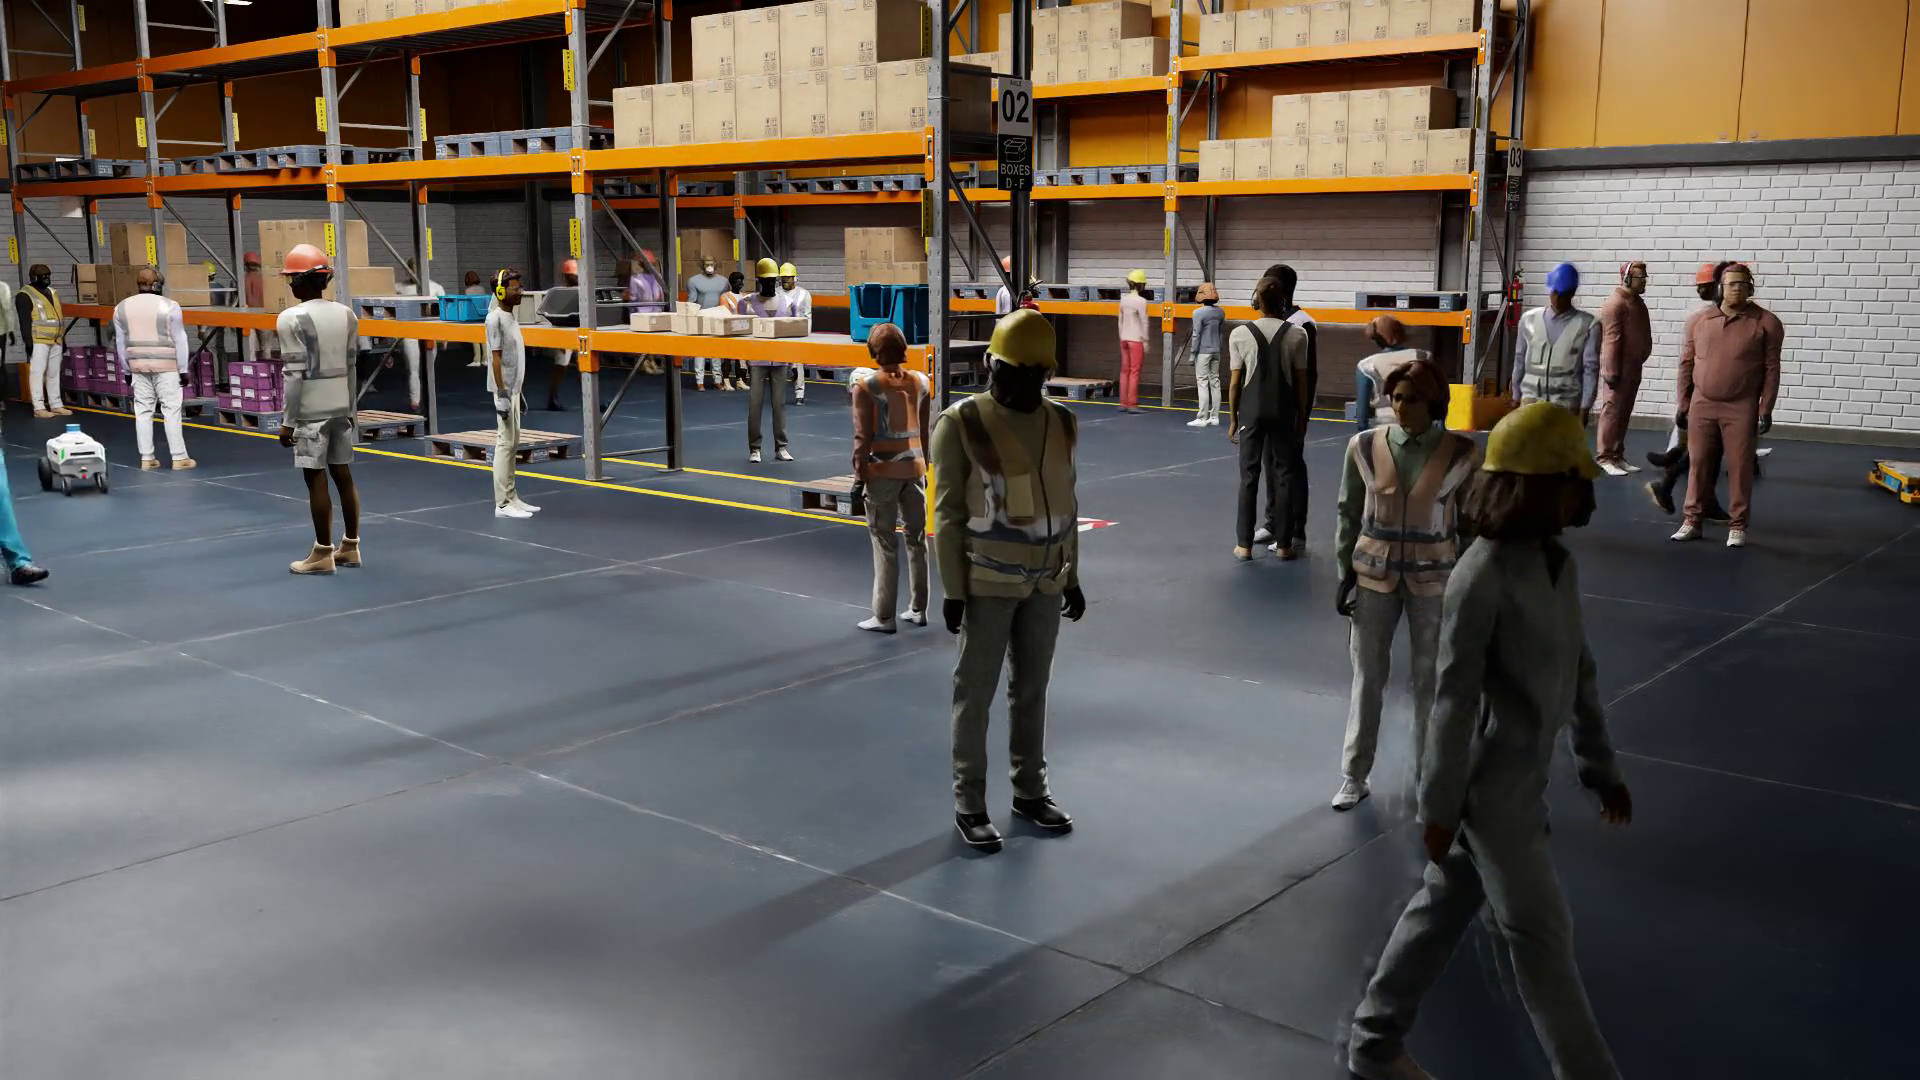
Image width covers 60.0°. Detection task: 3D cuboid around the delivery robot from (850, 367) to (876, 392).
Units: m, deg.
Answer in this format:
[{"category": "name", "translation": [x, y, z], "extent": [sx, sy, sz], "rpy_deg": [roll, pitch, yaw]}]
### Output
[{"category": "delivery robot", "translation": [-1.248, -2.073, 21.547], "extent": [0.477, 0.478, 0.707], "rpy_deg": [0, 10, -2]}]

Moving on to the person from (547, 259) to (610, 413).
[{"category": "person", "translation": [-4.757, -2.492, 20.431], "extent": [1.014, 1.882, 0.567], "rpy_deg": [8, 12, 37]}]

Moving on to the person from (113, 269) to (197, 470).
[{"category": "person", "translation": [-7.351, -1.551, 15.205], "extent": [0.623, 1.836, 0.430], "rpy_deg": [0, 10, 1]}]

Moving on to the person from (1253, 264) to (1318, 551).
[{"category": "person", "translation": [2.180, -0.885, 11.175], "extent": [0.383, 1.916, 0.591], "rpy_deg": [-4, 11, -21]}]

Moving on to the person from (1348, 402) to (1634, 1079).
[{"category": "person", "translation": [1.265, 0.543, 3.675], "extent": [0.914, 1.694, 0.494], "rpy_deg": [8, 13, 37]}]

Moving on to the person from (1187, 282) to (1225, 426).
[{"category": "person", "translation": [2.807, -2.109, 18.947], "extent": [0.502, 1.633, 0.280], "rpy_deg": [-8, 13, -40]}]

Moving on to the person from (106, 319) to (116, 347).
[{"category": "person", "translation": [-13.576, -3.423, 26.545], "extent": [0.855, 1.589, 0.530], "rpy_deg": [-7, 12, -34]}]

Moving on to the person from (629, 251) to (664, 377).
[{"category": "person", "translation": [-4.947, -3.599, 26.465], "extent": [0.610, 1.992, 1.080], "rpy_deg": [-7, 12, -35]}]

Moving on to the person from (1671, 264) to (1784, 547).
[{"category": "person", "translation": [5.209, -0.912, 11.342], "extent": [0.651, 1.911, 0.409], "rpy_deg": [8, 13, 40]}]

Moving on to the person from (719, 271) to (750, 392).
[{"category": "person", "translation": [-3.178, -2.952, 23.574], "extent": [0.319, 1.692, 0.539], "rpy_deg": [9, 13, 41]}]

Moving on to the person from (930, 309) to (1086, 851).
[{"category": "person", "translation": [0.186, 0.129, 5.669], "extent": [0.589, 1.822, 0.403], "rpy_deg": [-7, 12, -34]}]

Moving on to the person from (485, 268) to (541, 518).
[{"category": "person", "translation": [-3.383, -1.101, 12.535], "extent": [0.329, 1.872, 0.508], "rpy_deg": [0, 10, -2]}]

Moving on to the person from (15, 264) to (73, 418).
[{"category": "person", "translation": [-10.970, -2.383, 19.942], "extent": [0.429, 1.837, 0.621], "rpy_deg": [2, 10, 9]}]

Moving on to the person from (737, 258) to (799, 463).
[{"category": "person", "translation": [-1.811, -1.697, 15.766], "extent": [0.588, 1.927, 0.370], "rpy_deg": [-4, 11, -22]}]

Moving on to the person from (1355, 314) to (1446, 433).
[{"category": "person", "translation": [2.852, -0.665, 10.824], "extent": [0.574, 1.588, 0.743], "rpy_deg": [1, 10, 4]}]

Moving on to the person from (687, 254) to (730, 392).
[{"category": "person", "translation": [-3.547, -3.069, 23.547], "extent": [0.635, 1.936, 0.354], "rpy_deg": [-5, 11, -26]}]

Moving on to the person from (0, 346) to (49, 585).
[{"category": "person", "translation": [-5.962, -0.612, 9.973], "extent": [0.992, 1.789, 0.590], "rpy_deg": [5, 11, 27]}]

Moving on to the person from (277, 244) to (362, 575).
[{"category": "person", "translation": [-3.994, -0.801, 10.333], "extent": [0.370, 2.044, 0.608], "rpy_deg": [4, 11, 20]}]

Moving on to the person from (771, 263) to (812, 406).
[{"category": "person", "translation": [-2.203, -2.634, 21.370], "extent": [0.590, 1.833, 0.404], "rpy_deg": [1, 10, 4]}]

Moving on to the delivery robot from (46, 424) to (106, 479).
[{"category": "delivery robot", "translation": [-7.357, -0.721, 13.835], "extent": [0.477, 0.478, 0.707], "rpy_deg": [-7, 13, -36]}]

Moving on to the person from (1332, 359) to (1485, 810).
[{"category": "person", "translation": [1.591, 0.175, 5.934], "extent": [0.513, 1.638, 0.313], "rpy_deg": [4, 11, 22]}]

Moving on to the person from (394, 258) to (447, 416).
[{"category": "person", "translation": [-6.505, -2.436, 20.047], "extent": [0.656, 1.896, 0.957], "rpy_deg": [-3, 10, -17]}]

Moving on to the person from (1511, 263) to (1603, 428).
[{"category": "person", "translation": [4.106, -0.955, 11.593], "extent": [0.622, 1.904, 0.861], "rpy_deg": [6, 12, 33]}]

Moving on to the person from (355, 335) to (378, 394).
[{"category": "person", "translation": [-8.327, -2.818, 22.873], "extent": [0.545, 1.663, 0.753], "rpy_deg": [-8, 13, -39]}]

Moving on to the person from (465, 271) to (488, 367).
[{"category": "person", "translation": [-8.306, -3.785, 28.492], "extent": [0.279, 1.633, 0.498], "rpy_deg": [4, 11, 21]}]

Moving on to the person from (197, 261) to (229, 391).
[{"category": "person", "translation": [-10.670, -3.039, 23.675], "extent": [0.404, 1.832, 0.600], "rpy_deg": [1, 10, 6]}]

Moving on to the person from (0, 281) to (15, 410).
[{"category": "person", "translation": [-12.049, -2.559, 20.576], "extent": [0.646, 1.962, 0.794], "rpy_deg": [-5, 11, -25]}]

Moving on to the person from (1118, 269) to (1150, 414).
[{"category": "person", "translation": [2.155, -2.435, 20.429], "extent": [0.325, 1.767, 0.533], "rpy_deg": [-5, 11, -28]}]

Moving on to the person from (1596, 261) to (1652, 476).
[{"category": "person", "translation": [5.969, -1.533, 14.891], "extent": [0.402, 1.906, 0.652], "rpy_deg": [9, 13, 40]}]

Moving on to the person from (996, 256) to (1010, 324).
[{"category": "person", "translation": [0.570, -2.185, 18.498], "extent": [0.342, 1.942, 0.552], "rpy_deg": [-1, 10, -6]}]

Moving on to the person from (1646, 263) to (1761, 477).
[{"category": "person", "translation": [6.691, -1.499, 14.777], "extent": [1.010, 1.875, 0.583], "rpy_deg": [7, 12, 36]}]

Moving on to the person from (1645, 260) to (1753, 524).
[{"category": "person", "translation": [5.509, -1.090, 12.272], "extent": [0.581, 1.936, 0.644], "rpy_deg": [8, 13, 40]}]

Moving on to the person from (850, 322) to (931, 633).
[{"category": "person", "translation": [-0.359, -0.324, 8.777], "extent": [0.514, 1.636, 0.315], "rpy_deg": [-9, 13, -41]}]

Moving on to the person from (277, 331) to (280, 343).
[{"category": "person", "translation": [-9.793, -3.173, 24.136], "extent": [0.659, 1.946, 0.945], "rpy_deg": [-8, 13, -39]}]

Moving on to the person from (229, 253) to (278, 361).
[{"category": "person", "translation": [-10.050, -3.094, 23.683], "extent": [0.622, 1.935, 1.037], "rpy_deg": [-5, 11, -26]}]

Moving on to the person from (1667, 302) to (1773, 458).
[{"category": "person", "translation": [7.164, -1.623, 15.646], "extent": [0.979, 1.817, 0.537], "rpy_deg": [9, 14, 43]}]

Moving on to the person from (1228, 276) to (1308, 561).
[{"category": "person", "translation": [1.987, -0.780, 10.777], "extent": [0.508, 1.846, 0.345], "rpy_deg": [1, 10, 7]}]

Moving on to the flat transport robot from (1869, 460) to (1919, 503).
[{"category": "flat transport robot", "translation": [7.903, -0.470, 13.490], "extent": [0.652, 0.197, 1.431], "rpy_deg": [3, 10, 17]}]
